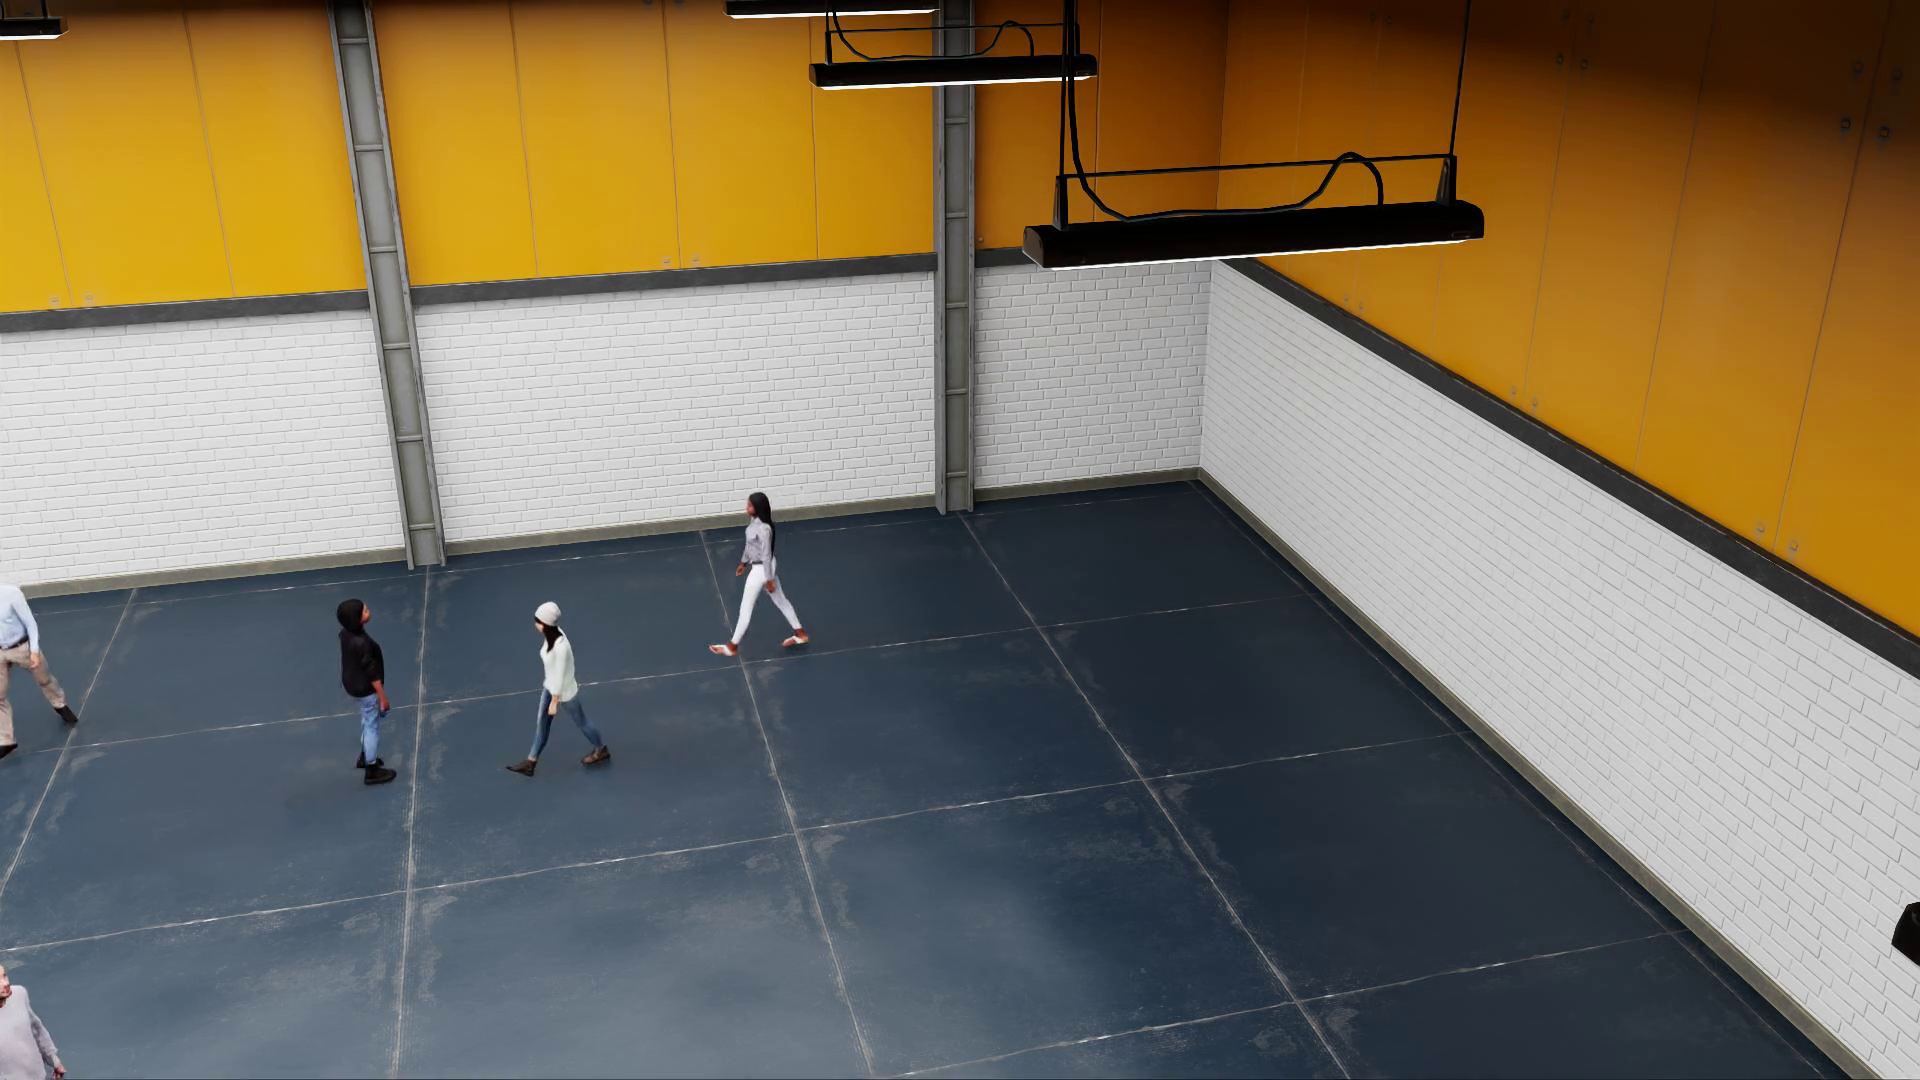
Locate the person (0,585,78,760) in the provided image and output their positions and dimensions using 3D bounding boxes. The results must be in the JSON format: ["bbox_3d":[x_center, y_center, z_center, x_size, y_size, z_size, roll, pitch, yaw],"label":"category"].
[{"bbox_3d":[-8.187,0.946,14.465,1.031,1.790,0.828,-7,25,-16],"label":"person"}]

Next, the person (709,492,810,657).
[{"bbox_3d":[-1.809,0.333,16.018,1.209,1.669,0.668,-4,24,-10],"label":"person"}]

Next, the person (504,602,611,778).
[{"bbox_3d":[-3.267,1.260,13.985,1.174,1.598,0.783,-12,26,-25],"label":"person"}]

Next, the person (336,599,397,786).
[{"bbox_3d":[-5.016,1.291,13.800,0.715,1.690,0.674,-20,31,-38],"label":"person"}]
